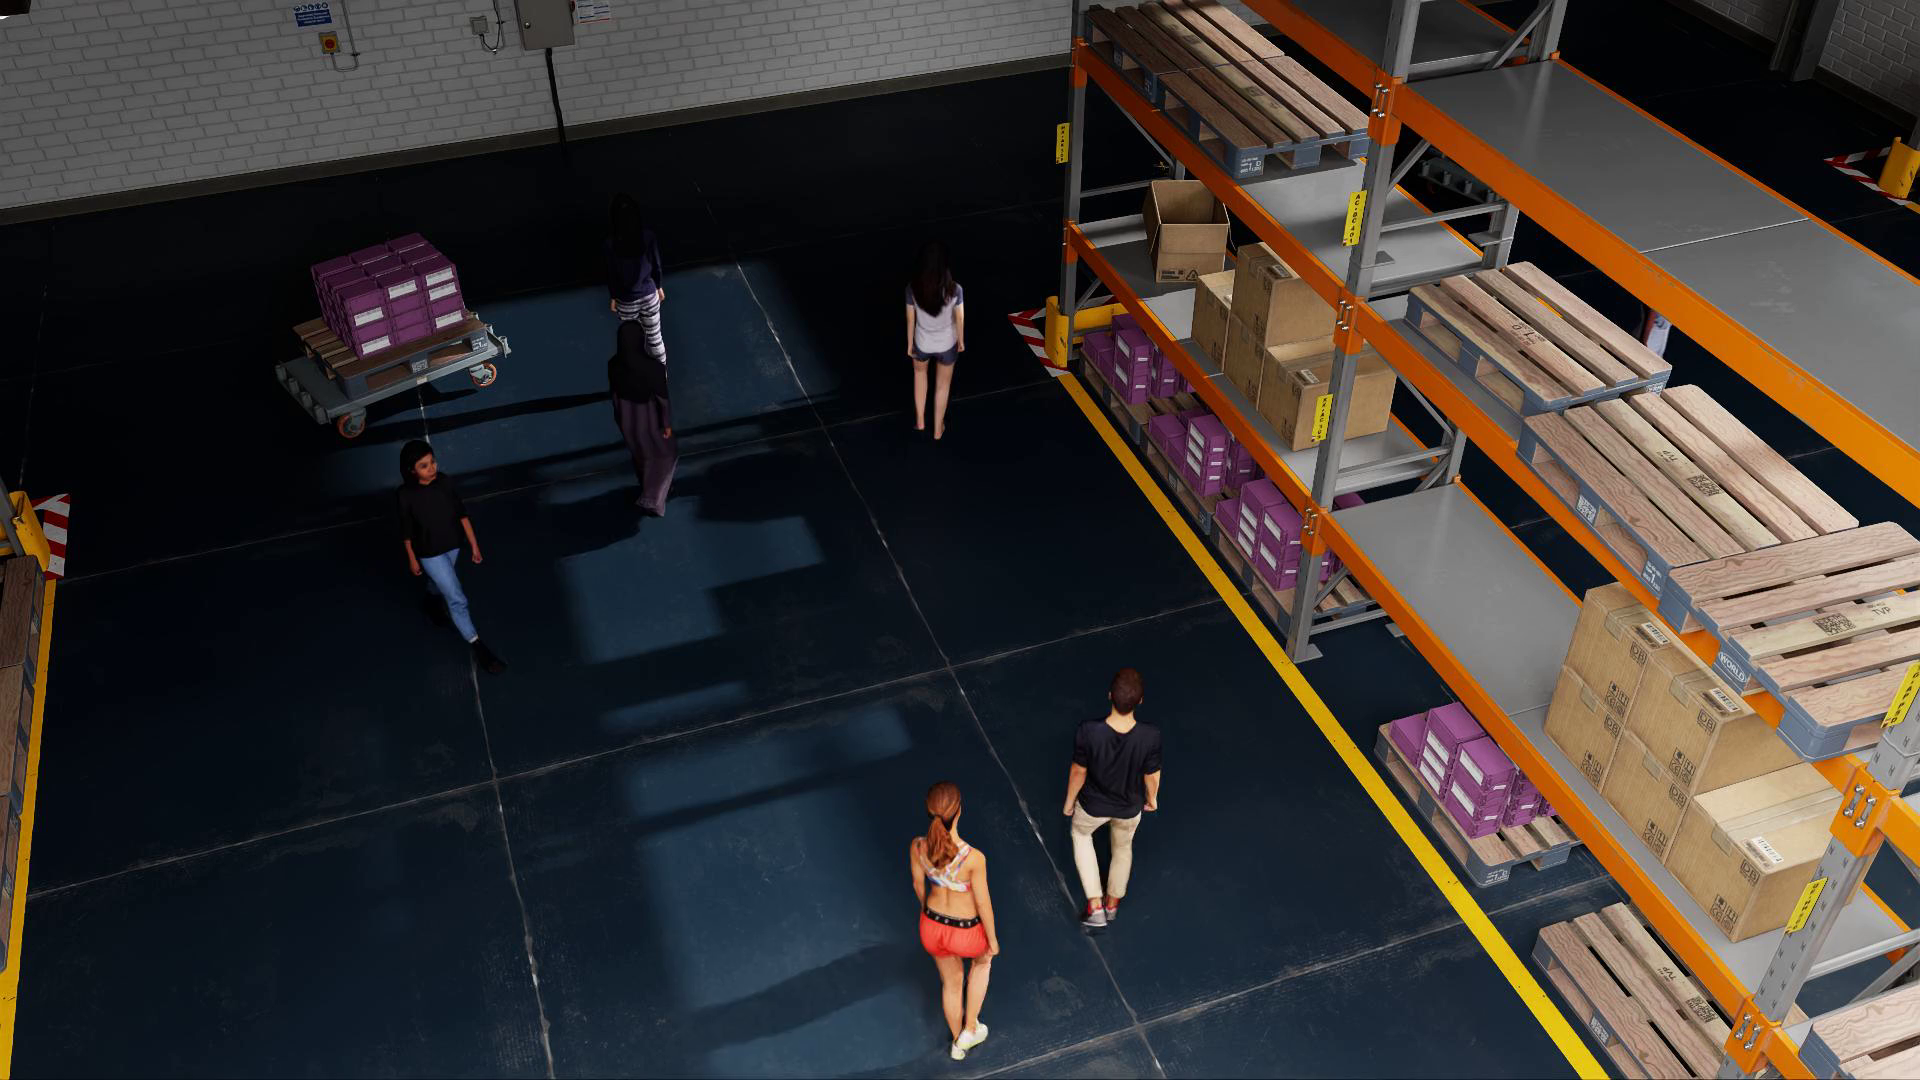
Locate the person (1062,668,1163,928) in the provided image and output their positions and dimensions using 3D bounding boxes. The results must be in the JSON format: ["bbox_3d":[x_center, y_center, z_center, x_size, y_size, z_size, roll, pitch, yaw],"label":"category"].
[{"bbox_3d":[0.812,1.460,8.892,0.791,1.844,0.845,-1,39,-1],"label":"person"}]

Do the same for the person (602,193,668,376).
[{"bbox_3d":[-2.585,-1.974,13.279,0.626,1.734,0.545,-17,42,-20],"label":"person"}]

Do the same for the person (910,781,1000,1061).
[{"bbox_3d":[-0.072,2.002,8.279,0.754,1.763,0.804,18,42,21],"label":"person"}]

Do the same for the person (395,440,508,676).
[{"bbox_3d":[-3.430,0.047,10.817,1.259,1.649,0.969,29,47,31],"label":"person"}]

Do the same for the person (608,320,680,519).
[{"bbox_3d":[-2.312,-0.835,11.959,0.863,1.603,0.982,9,39,11],"label":"person"}]

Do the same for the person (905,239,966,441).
[{"bbox_3d":[-0.200,-1.462,12.670,0.702,1.696,0.730,3,39,4],"label":"person"}]
